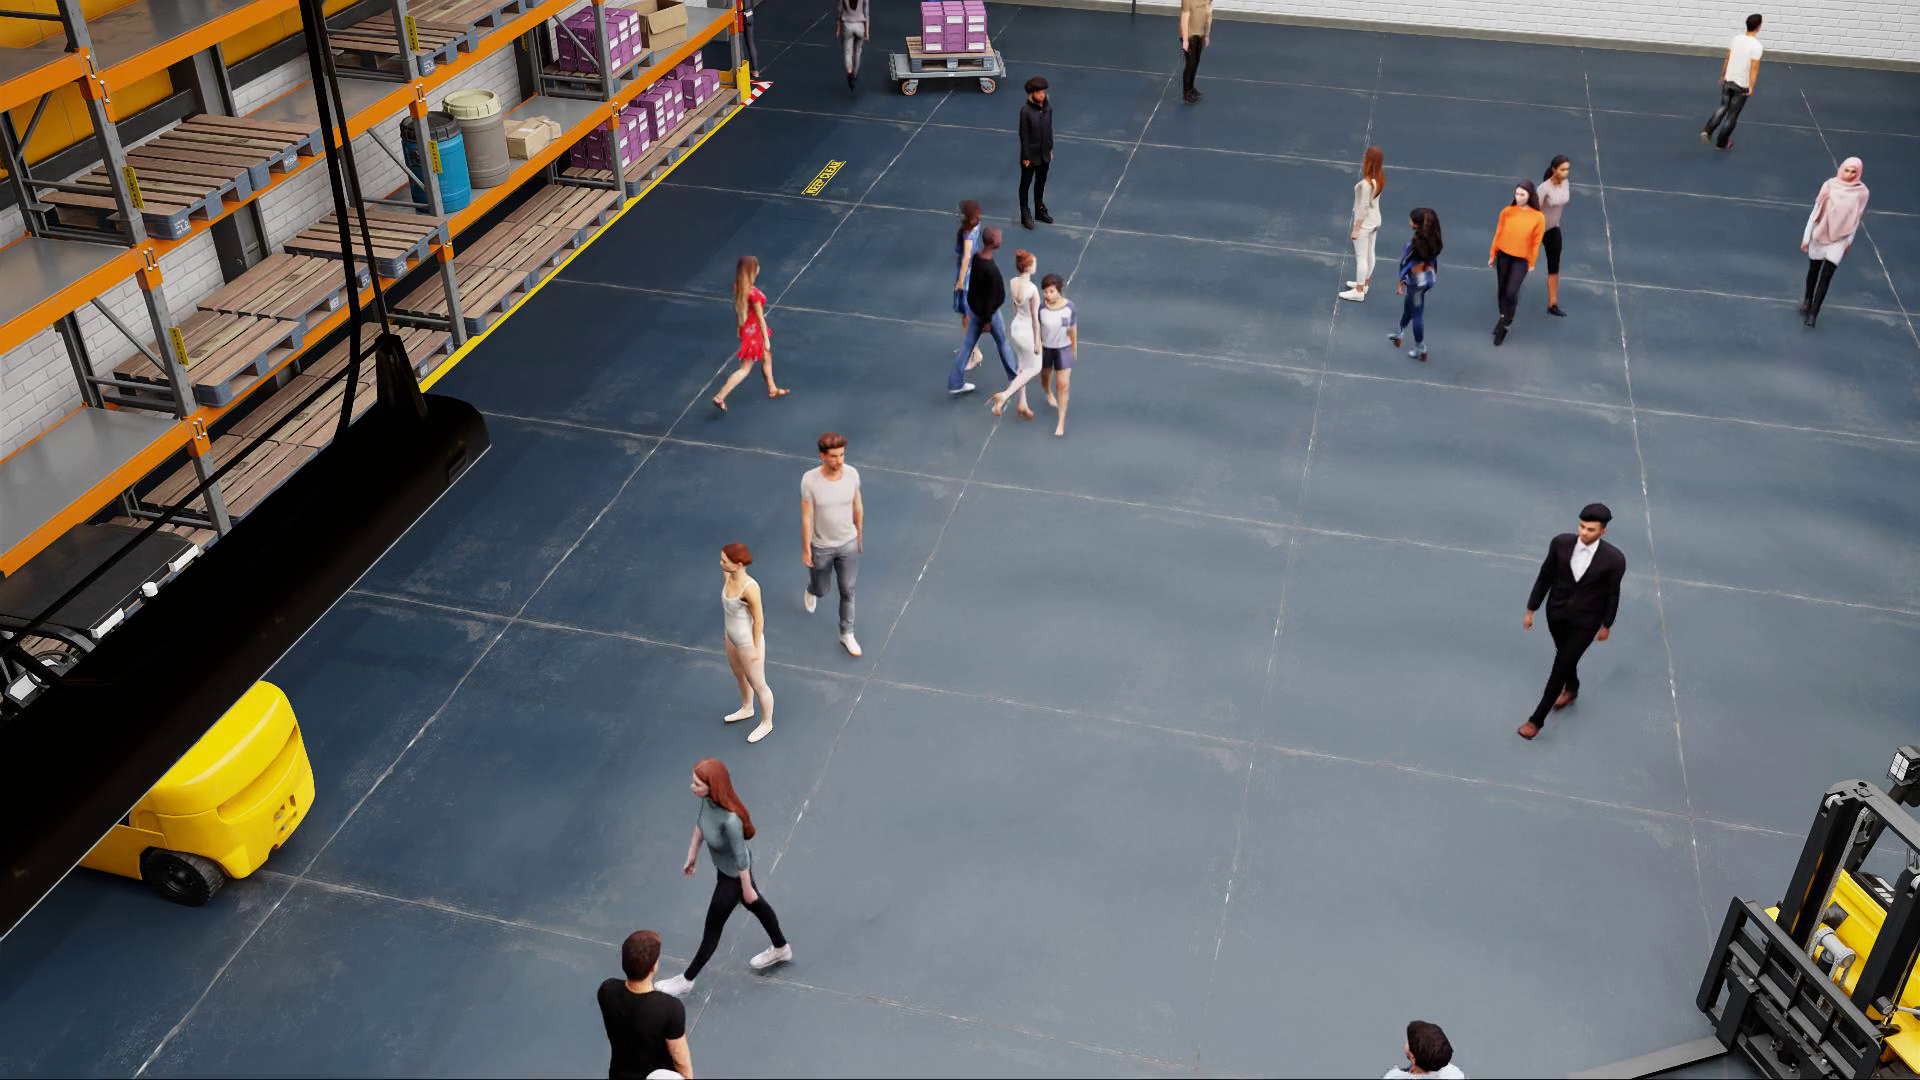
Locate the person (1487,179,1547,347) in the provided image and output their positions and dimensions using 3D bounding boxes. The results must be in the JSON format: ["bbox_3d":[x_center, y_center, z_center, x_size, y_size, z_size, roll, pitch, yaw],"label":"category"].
[{"bbox_3d":[5.759,-2.924,17.203,0.791,1.730,0.885,25,41,32],"label":"person"}]

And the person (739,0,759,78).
[{"bbox_3d":[-3.172,-7.620,24.236,0.729,1.768,0.593,24,41,32],"label":"person"}]

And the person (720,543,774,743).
[{"bbox_3d":[-1.529,0.699,11.833,0.639,1.643,0.617,-25,41,-32],"label":"person"}]

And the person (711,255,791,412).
[{"bbox_3d":[-2.070,-1.938,15.876,1.118,1.558,1.016,-20,38,-27],"label":"person"}]

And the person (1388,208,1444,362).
[{"bbox_3d":[4.693,-2.561,16.780,0.883,1.596,0.933,-19,38,-26],"label":"person"}]

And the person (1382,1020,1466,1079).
[{"bbox_3d":[2.224,3.075,8.136,1.108,1.778,1.264,-11,35,-17],"label":"person"}]

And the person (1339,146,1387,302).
[{"bbox_3d":[4.407,-3.420,17.965,0.743,1.713,0.624,24,40,31],"label":"person"}]

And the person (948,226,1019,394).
[{"bbox_3d":[0.159,-2.179,16.112,1.158,1.698,1.147,-15,37,-22],"label":"person"}]

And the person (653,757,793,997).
[{"bbox_3d":[-1.281,1.962,9.883,1.054,1.698,1.100,-14,36,-19],"label":"person"}]

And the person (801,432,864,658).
[{"bbox_3d":[-1.007,-0.023,12.706,1.019,1.878,1.134,-13,36,-18],"label":"person"}]

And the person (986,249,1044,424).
[{"bbox_3d":[0.519,-1.863,15.560,0.891,1.784,0.821,-20,38,-27],"label":"person"}]

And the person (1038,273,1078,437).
[{"bbox_3d":[0.877,-1.836,15.751,0.719,1.527,1.061,-1,34,-1],"label":"person"}]

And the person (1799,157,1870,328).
[{"bbox_3d":[9.175,-3.192,17.572,0.827,1.769,1.135,19,38,26],"label":"person"}]

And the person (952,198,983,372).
[{"bbox_3d":[0.059,-2.584,16.628,0.766,1.802,0.560,9,35,13],"label":"person"}]

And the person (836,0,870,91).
[{"bbox_3d":[-1.523,-7.229,23.756,0.850,1.647,1.119,-4,34,-5],"label":"person"}]

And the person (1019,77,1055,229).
[{"bbox_3d":[0.890,-4.613,19.699,0.728,1.781,0.797,-21,39,-28],"label":"person"}]

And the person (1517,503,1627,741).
[{"bbox_3d":[4.454,0.509,11.947,1.098,1.832,1.288,29,43,36],"label":"person"}]

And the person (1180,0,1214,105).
[{"bbox_3d":[3.245,-7.088,23.381,0.881,1.828,0.936,-29,43,-36],"label":"person"}]

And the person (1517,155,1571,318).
[{"bbox_3d":[6.160,-3.291,17.790,1.083,1.693,1.220,-14,36,-20],"label":"person"}]

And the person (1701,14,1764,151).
[{"bbox_3d":[10.077,-5.955,21.703,0.952,1.798,0.895,-16,37,-23],"label":"person"}]

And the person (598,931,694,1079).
[{"bbox_3d":[-1.633,2.815,8.481,0.693,1.829,0.938,5,34,7],"label":"person"}]
